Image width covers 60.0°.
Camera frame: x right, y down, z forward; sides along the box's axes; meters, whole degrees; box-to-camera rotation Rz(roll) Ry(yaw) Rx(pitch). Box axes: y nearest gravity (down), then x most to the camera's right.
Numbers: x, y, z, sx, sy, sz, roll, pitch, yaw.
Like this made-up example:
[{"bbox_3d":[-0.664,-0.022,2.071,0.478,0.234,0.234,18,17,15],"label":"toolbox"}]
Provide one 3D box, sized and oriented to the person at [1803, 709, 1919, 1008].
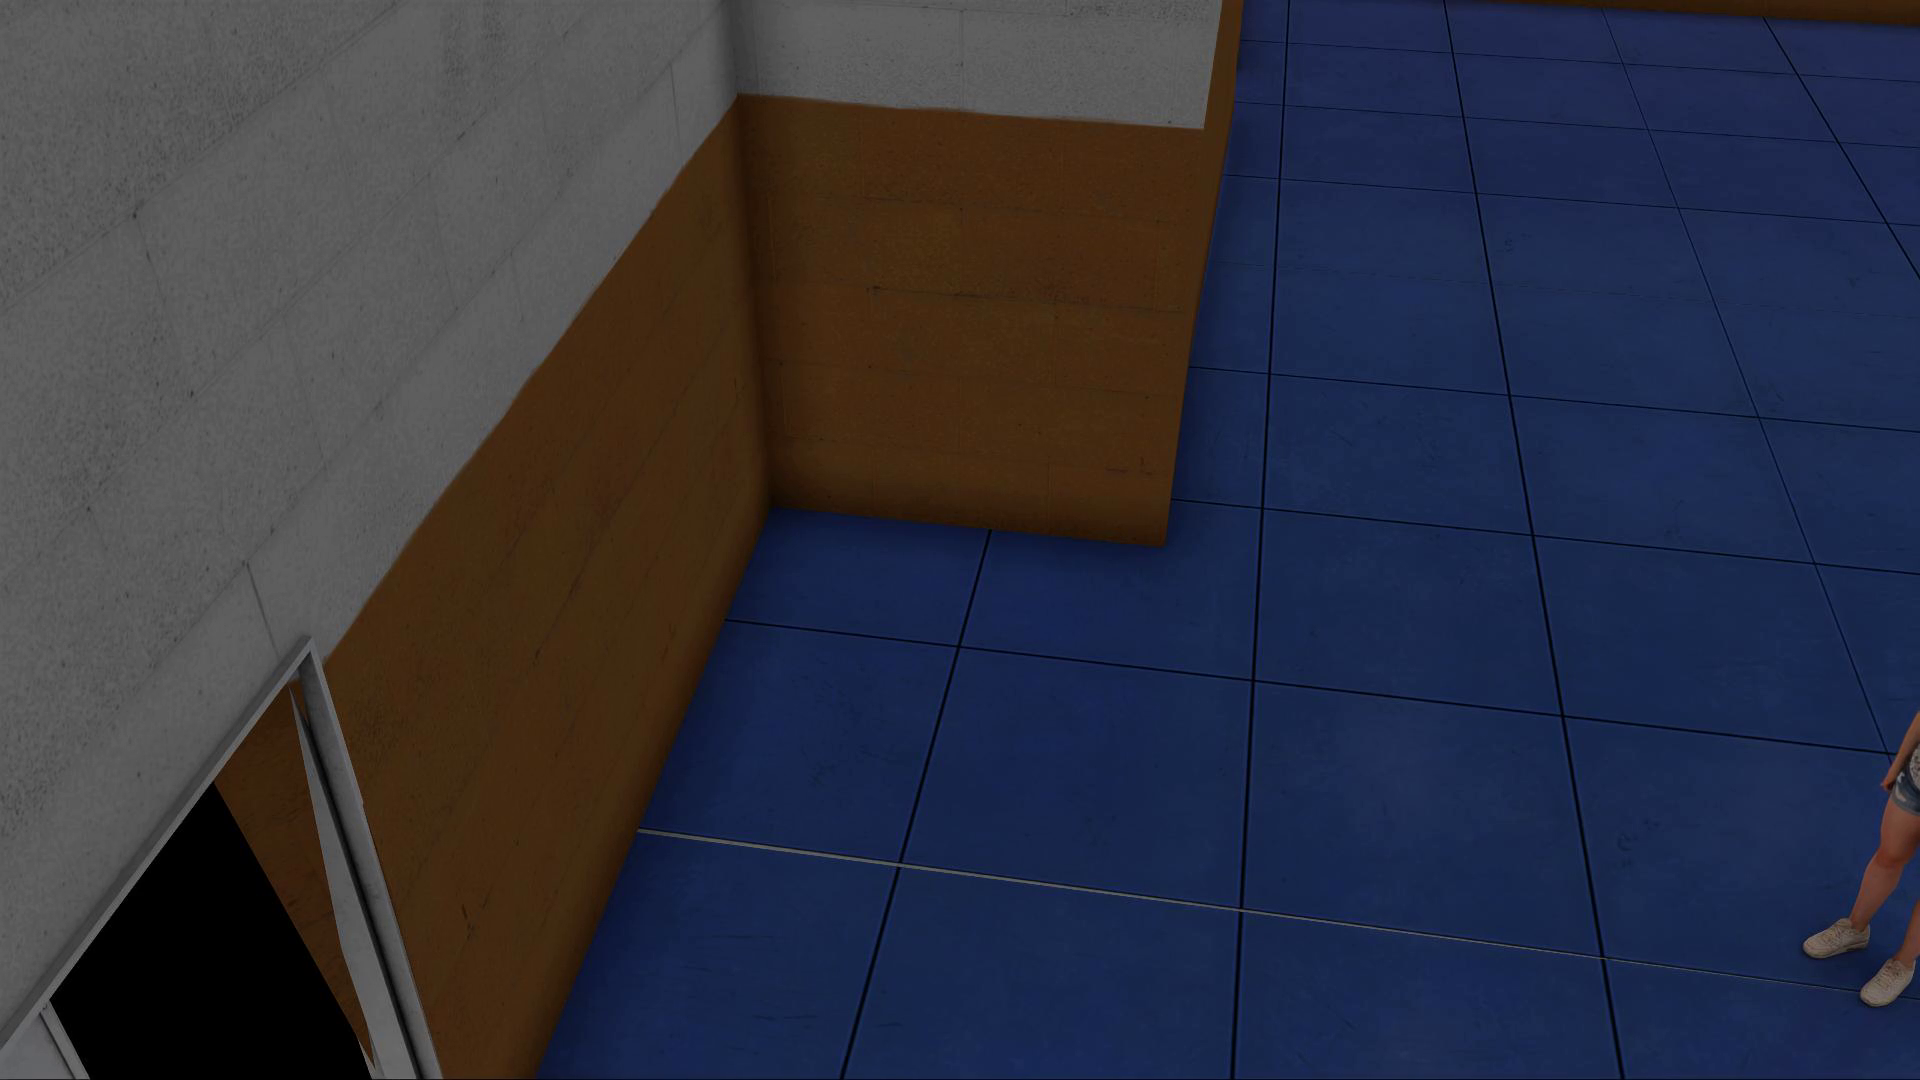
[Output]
[{"bbox_3d":[3.355,0.873,5.622,0.687,1.760,0.651,-17,40,-21],"label":"person"}]
